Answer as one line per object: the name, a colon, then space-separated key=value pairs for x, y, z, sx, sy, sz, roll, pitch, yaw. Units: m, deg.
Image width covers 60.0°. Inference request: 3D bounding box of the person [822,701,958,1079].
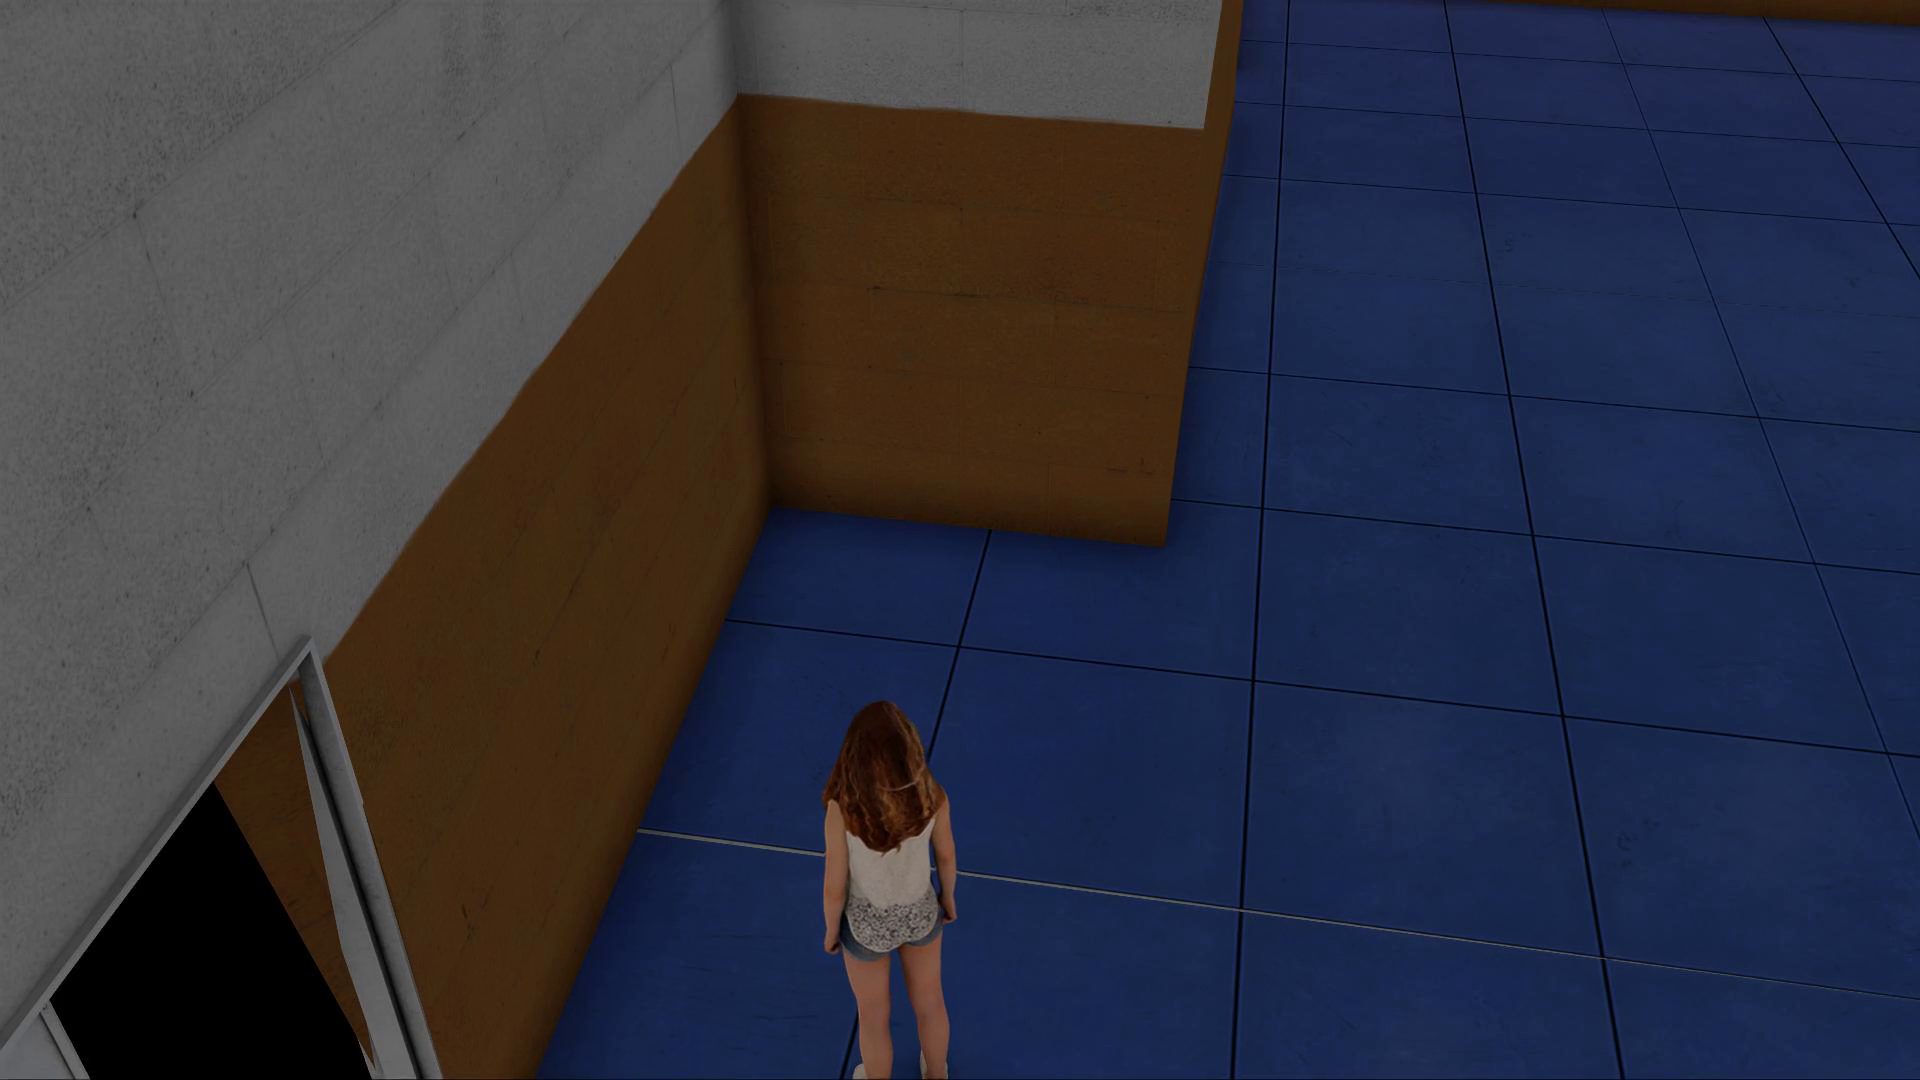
person: x=-0.209 y=1.206 z=5.182 sx=0.595 sy=1.756 sz=0.715 roll=-11 pitch=38 yaw=-14
